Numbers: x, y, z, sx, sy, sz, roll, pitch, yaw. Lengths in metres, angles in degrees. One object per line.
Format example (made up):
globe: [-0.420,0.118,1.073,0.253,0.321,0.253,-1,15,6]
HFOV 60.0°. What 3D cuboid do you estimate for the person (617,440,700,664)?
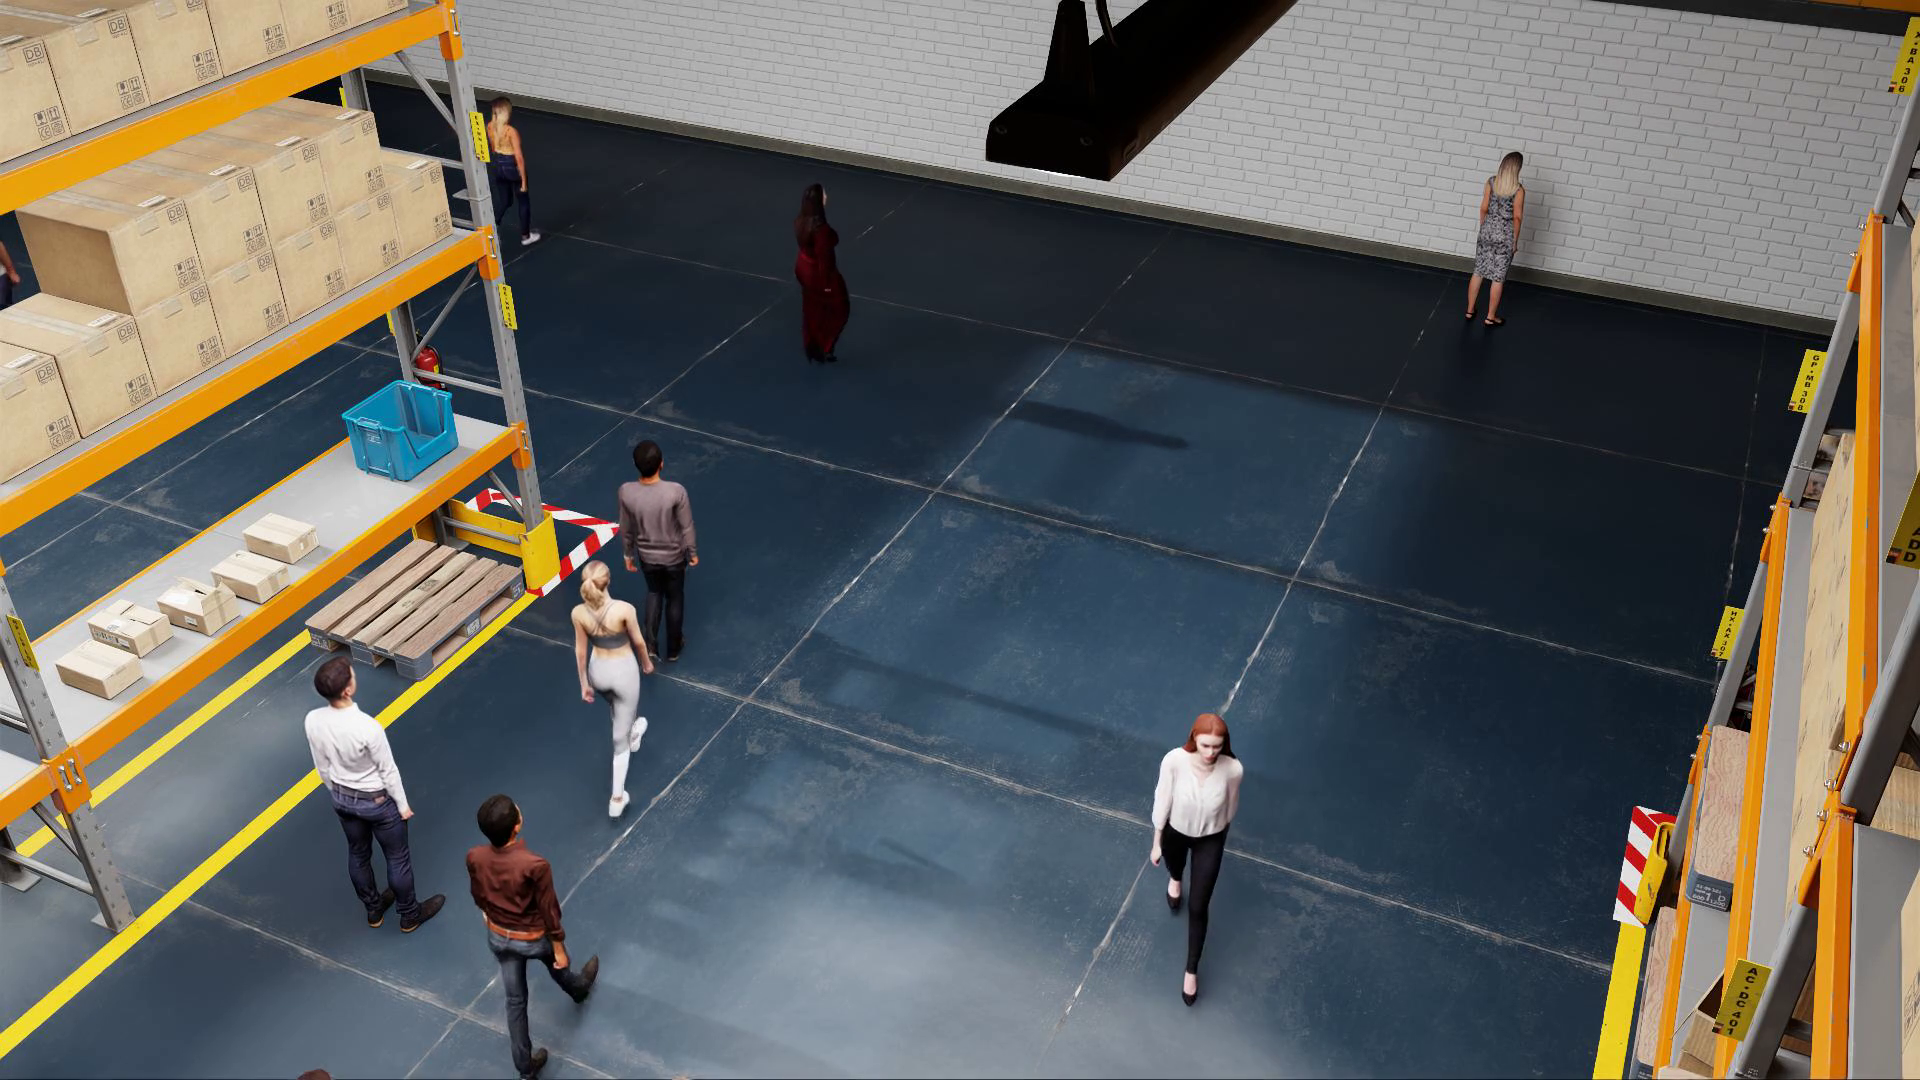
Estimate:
person: [-2.039,0.146,11.224,0.897,1.756,0.792,13,36,19]

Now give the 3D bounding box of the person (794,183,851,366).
person: [-1.354,-2.345,14.980,0.831,1.746,0.800,-20,38,-27]

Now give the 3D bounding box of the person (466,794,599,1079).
person: [-2.228,2.063,8.351,0.857,1.743,1.133,6,34,9]

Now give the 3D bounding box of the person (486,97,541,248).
person: [-4.725,-3.766,17.239,0.579,1.612,0.889,16,37,22]

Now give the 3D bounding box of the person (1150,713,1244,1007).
person: [1.252,1.588,9.090,0.829,1.716,1.218,5,34,8]

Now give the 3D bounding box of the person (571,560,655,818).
person: [-2.122,0.920,10.147,0.820,1.659,1.196,3,34,5]

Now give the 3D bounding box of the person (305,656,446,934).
person: [-3.295,1.423,9.201,0.655,1.868,0.622,9,35,13]

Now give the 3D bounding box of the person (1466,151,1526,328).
person: [5.091,-2.865,15.801,0.620,1.703,0.637,-26,42,-34]
